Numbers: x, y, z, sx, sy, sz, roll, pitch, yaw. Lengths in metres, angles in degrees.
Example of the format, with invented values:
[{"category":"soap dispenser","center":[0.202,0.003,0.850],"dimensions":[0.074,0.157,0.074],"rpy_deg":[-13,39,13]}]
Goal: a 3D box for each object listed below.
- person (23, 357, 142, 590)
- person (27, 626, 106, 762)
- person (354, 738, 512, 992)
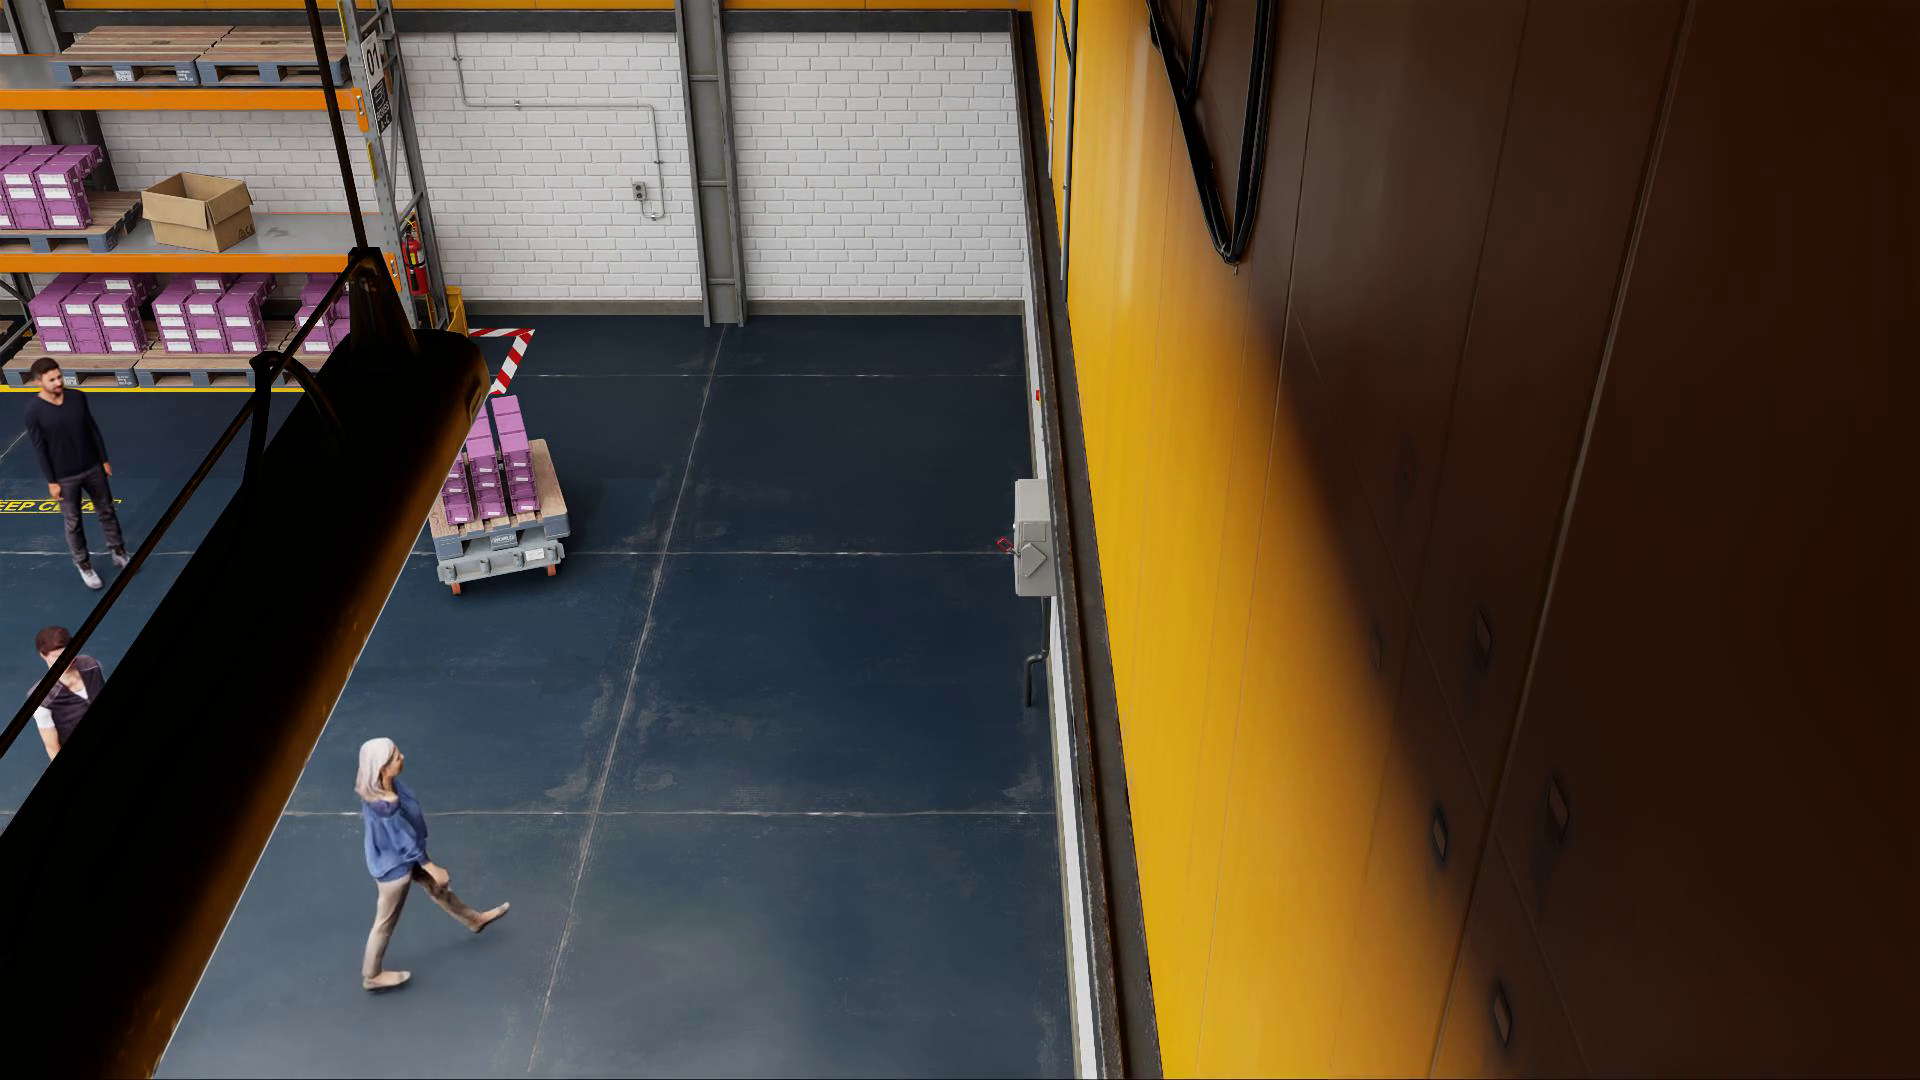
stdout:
[{"category":"person","center":[-6.648,-0.528,12.495],"dimensions":[0.760,1.863,0.720],"rpy_deg":[25,41,32]},{"category":"person","center":[-5.114,1.266,9.809],"dimensions":[0.706,1.848,0.728],"rpy_deg":[11,35,17]},{"category":"person","center":[-3.176,1.829,9.143],"dimensions":[1.200,1.648,0.927],"rpy_deg":[-14,36,-19]}]
